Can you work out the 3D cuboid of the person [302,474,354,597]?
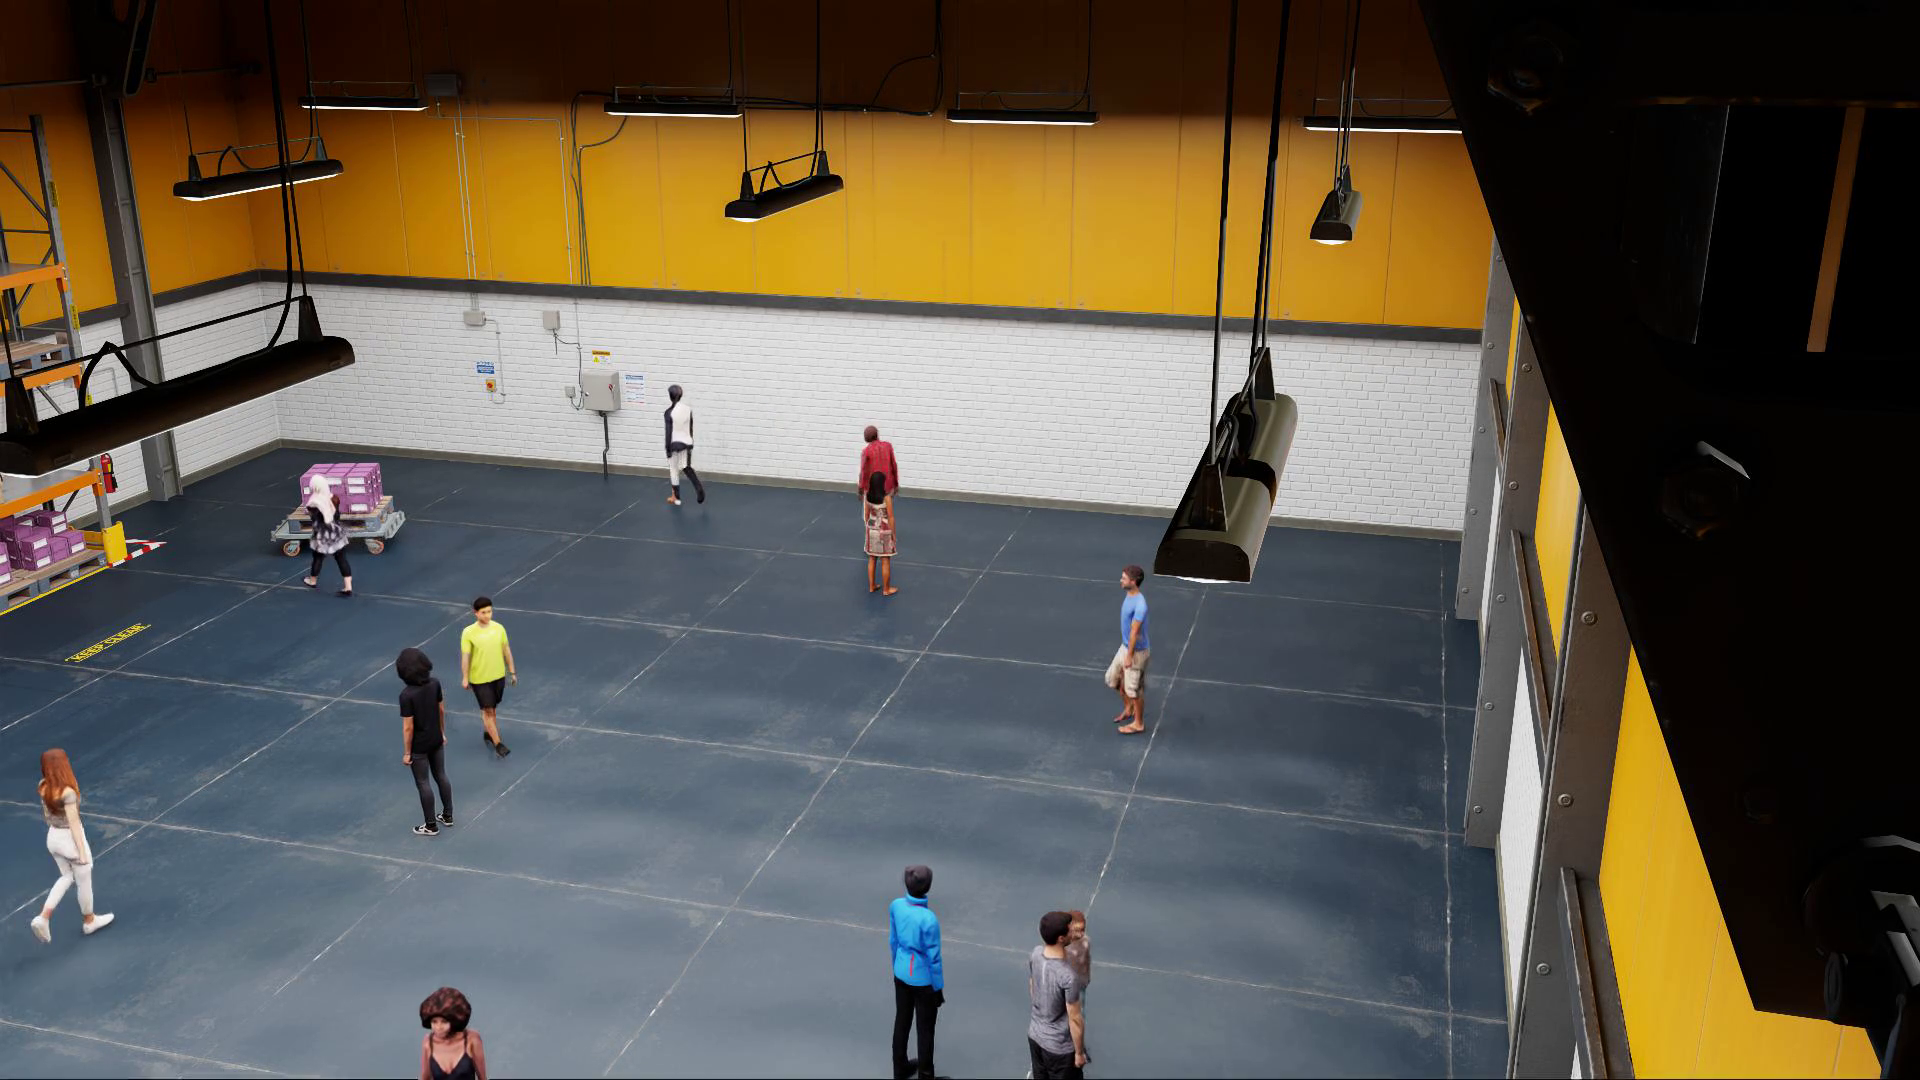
[{"bbox_3d":[-8.083,-0.032,21.453,0.915,1.598,1.065,12,22,32],"label":"person"}]

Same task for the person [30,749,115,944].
[{"bbox_3d":[-7.403,2.534,13.656,0.702,1.711,0.956,9,21,25],"label":"person"}]

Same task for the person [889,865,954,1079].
[{"bbox_3d":[-0.319,3.111,11.813,0.685,1.793,0.686,16,25,40],"label":"person"}]

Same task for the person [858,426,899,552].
[{"bbox_3d":[-1.133,-0.728,23.210,0.800,1.797,0.842,-5,19,-13],"label":"person"}]

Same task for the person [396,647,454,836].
[{"bbox_3d":[-4.978,1.859,15.468,0.752,1.834,0.555,11,22,30],"label":"person"}]

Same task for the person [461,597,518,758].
[{"bbox_3d":[-4.918,1.366,17.170,1.035,1.683,1.019,-16,24,-40],"label":"person"}]

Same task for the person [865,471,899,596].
[{"bbox_3d":[-1.046,-0.101,21.584,0.706,1.645,0.634,11,22,30],"label":"person"}]

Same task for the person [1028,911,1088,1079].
[{"bbox_3d":[0.619,3.314,11.086,0.782,1.873,0.735,-12,22,-31],"label":"person"}]

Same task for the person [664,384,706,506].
[{"bbox_3d":[-4.174,-1.399,25.077,1.092,1.877,1.075,-17,25,-41],"label":"person"}]

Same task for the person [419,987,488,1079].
[{"bbox_3d":[-3.143,3.563,10.499,0.669,1.775,0.710,-2,19,-5],"label":"person"}]

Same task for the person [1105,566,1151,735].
[{"bbox_3d":[1.914,1.151,17.544,0.817,1.851,0.731,-4,19,-11],"label":"person"}]

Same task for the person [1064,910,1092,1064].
[{"bbox_3d":[0.795,3.257,12.351,0.705,1.174,0.861,-5,19,-14],"label":"person"}]
